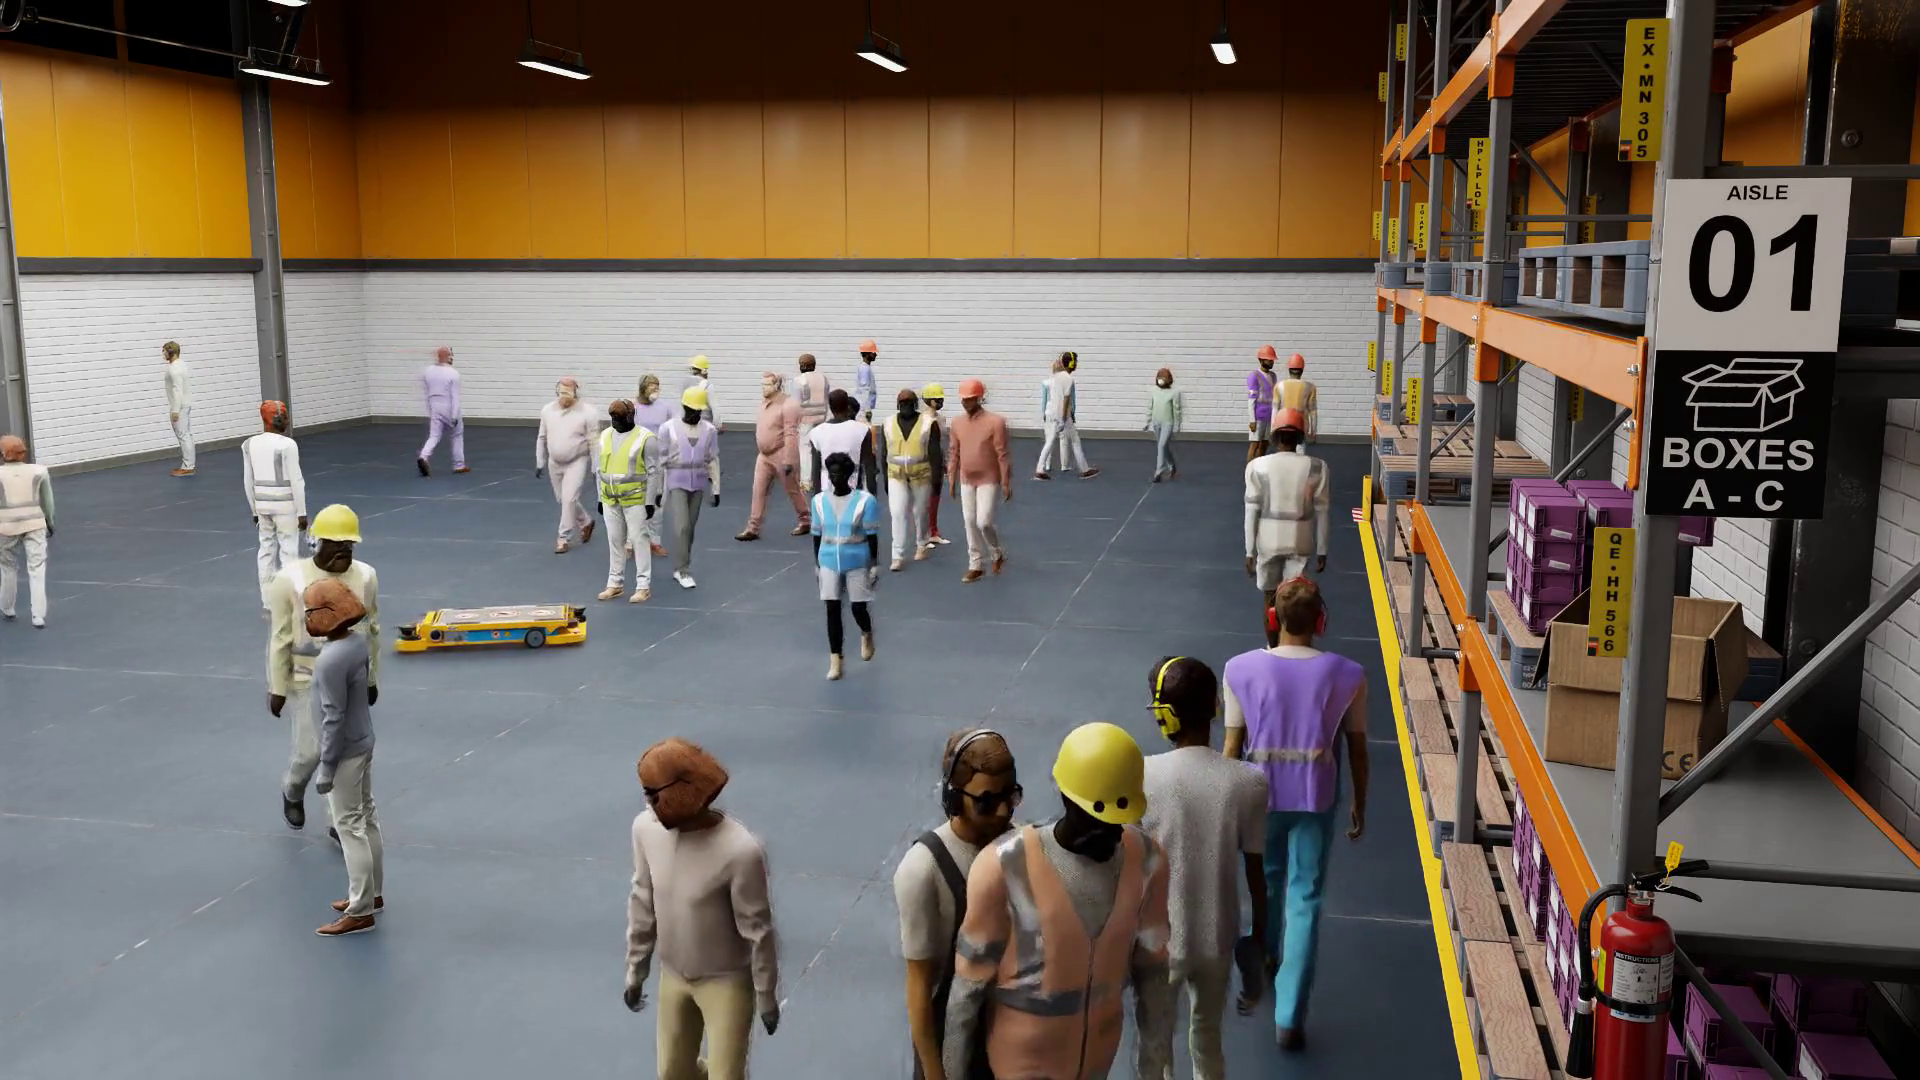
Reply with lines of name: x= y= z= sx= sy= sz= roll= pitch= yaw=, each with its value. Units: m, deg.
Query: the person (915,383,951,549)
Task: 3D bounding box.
person: x=-0.287 y=-0.802 z=17.869 sx=0.315 sy=1.769 sz=0.523 roll=6 pitch=11 yaw=31

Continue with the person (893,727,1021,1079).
person: x=-0.012 y=1.377 z=4.604 sx=0.503 sy=1.821 sz=0.859 roll=-9 pitch=13 yaw=-43

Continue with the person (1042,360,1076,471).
person: x=1.442 y=-1.815 z=24.379 sx=0.511 sy=1.634 sz=0.313 roll=3 pitch=10 yaw=16

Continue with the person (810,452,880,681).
person: x=-0.832 y=0.173 z=12.246 sx=0.547 sy=1.682 sz=0.499 roll=2 pitch=10 yaw=14

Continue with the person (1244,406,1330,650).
person: x=2.370 y=0.041 z=12.073 sx=0.615 sy=2.018 sz=0.856 roll=1 pitch=9 yaw=6

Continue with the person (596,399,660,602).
person: x=-3.012 y=-0.355 z=14.973 sx=0.621 sy=1.837 sz=0.429 roll=4 pitch=10 yaw=23

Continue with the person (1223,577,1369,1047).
person: x=1.346 y=1.036 z=6.716 sx=0.585 sy=1.787 sz=0.987 roll=2 pitch=10 yaw=10

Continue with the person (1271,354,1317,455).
person: x=4.276 y=-1.423 z=21.255 sx=0.564 sy=1.882 sz=1.020 roll=3 pitch=10 yaw=18

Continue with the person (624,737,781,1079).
person: x=-0.752 y=1.370 z=5.263 sx=0.549 sy=1.598 sz=0.559 roll=6 pitch=11 yaw=32

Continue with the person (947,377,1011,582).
person: x=0.159 y=-0.564 z=15.803 sx=0.655 sy=1.973 sz=0.454 roll=6 pitch=11 yaw=32

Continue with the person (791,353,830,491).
person: x=-2.039 y=-1.583 z=22.350 sx=0.429 sy=1.845 sz=0.624 roll=8 pitch=13 yaw=41

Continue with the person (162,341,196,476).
person: x=-11.214 y=-1.886 z=23.881 sx=0.362 sy=1.938 sz=0.631 roll=-3 pitch=10 yaw=-15

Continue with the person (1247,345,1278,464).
person: x=4.139 y=-1.677 z=22.630 sx=0.548 sy=1.937 sz=0.379 roll=-9 pitch=13 yaw=-42

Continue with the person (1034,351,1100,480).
person: x=1.481 y=-1.737 z=23.382 sx=1.007 sy=1.814 sz=0.511 roll=-5 pitch=11 yaw=-28

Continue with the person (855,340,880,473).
person: x=-1.349 y=-1.945 z=24.240 sx=0.368 sy=1.939 sz=0.542 roll=-1 pitch=9 yaw=-6

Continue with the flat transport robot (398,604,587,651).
flat transport robot: x=-3.734 y=0.692 z=13.364 sx=1.431 sy=0.197 sz=0.652 roll=-2 pitch=10 yaw=-12

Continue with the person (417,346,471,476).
person: x=-7.448 y=-1.854 z=23.903 sx=0.633 sy=1.871 sz=0.871 roll=3 pitch=10 yaw=18

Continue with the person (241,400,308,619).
person: x=-5.818 y=-0.251 z=14.194 sx=0.572 sy=1.886 sz=0.354 roll=3 pitch=10 yaw=20

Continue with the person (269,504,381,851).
person: x=-3.305 y=0.705 z=8.672 sx=0.614 sy=1.808 sz=0.543 roll=-9 pitch=13 yaw=-44

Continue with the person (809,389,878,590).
person: x=-1.093 y=-0.437 z=15.295 sx=0.634 sy=1.887 sz=0.716 roll=3 pitch=10 yaw=15

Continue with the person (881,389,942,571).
person: x=-0.483 y=-0.630 z=16.753 sx=0.642 sy=1.800 sz=0.950 roll=1 pitch=10 yaw=9

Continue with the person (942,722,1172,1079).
person: x=0.310 y=1.387 z=4.350 sx=0.614 sy=1.873 sz=0.919 roll=-5 pitch=11 yaw=-28

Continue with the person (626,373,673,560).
person: x=-3.245 y=-0.755 z=17.133 sx=0.679 sy=1.922 sz=0.384 roll=-7 pitch=12 yaw=-35

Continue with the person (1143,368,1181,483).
person: x=2.879 y=-1.622 z=23.318 sx=0.497 sy=1.600 sz=0.808 roll=8 pitch=12 yaw=39

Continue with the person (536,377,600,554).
person: x=-4.138 y=-0.823 z=17.728 sx=0.694 sy=1.864 sz=0.867 roll=3 pitch=10 yaw=15

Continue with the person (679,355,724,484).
person: x=-3.456 y=-1.607 z=22.638 sx=0.606 sy=1.793 sz=0.888 roll=7 pitch=12 yaw=38

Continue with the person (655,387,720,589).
person: x=-2.510 y=-0.485 z=15.591 sx=0.612 sy=1.883 sz=0.850 roll=-6 pitch=11 yaw=-32

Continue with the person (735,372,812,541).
person: x=-2.027 y=-0.930 z=18.392 sx=0.661 sy=1.861 sz=1.019 roll=9 pitch=13 yaw=42

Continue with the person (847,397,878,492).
person: x=-1.137 y=-0.635 z=17.165 sx=0.546 sy=1.661 sz=0.806 roll=1 pitch=9 yaw=3

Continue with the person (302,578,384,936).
person: x=-2.808 y=0.976 z=7.566 sx=0.285 sy=1.632 sz=0.498 roll=-1 pitch=9 yaw=-5

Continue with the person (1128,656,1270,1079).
person: x=0.711 y=1.277 z=5.153 sx=0.520 sy=1.841 sz=0.772 roll=-1 pitch=9 yaw=-6

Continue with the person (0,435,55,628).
person: x=-7.921 y=-0.082 z=14.025 sx=0.528 sy=1.600 sz=0.828 roll=-6 pitch=11 yaw=-34
